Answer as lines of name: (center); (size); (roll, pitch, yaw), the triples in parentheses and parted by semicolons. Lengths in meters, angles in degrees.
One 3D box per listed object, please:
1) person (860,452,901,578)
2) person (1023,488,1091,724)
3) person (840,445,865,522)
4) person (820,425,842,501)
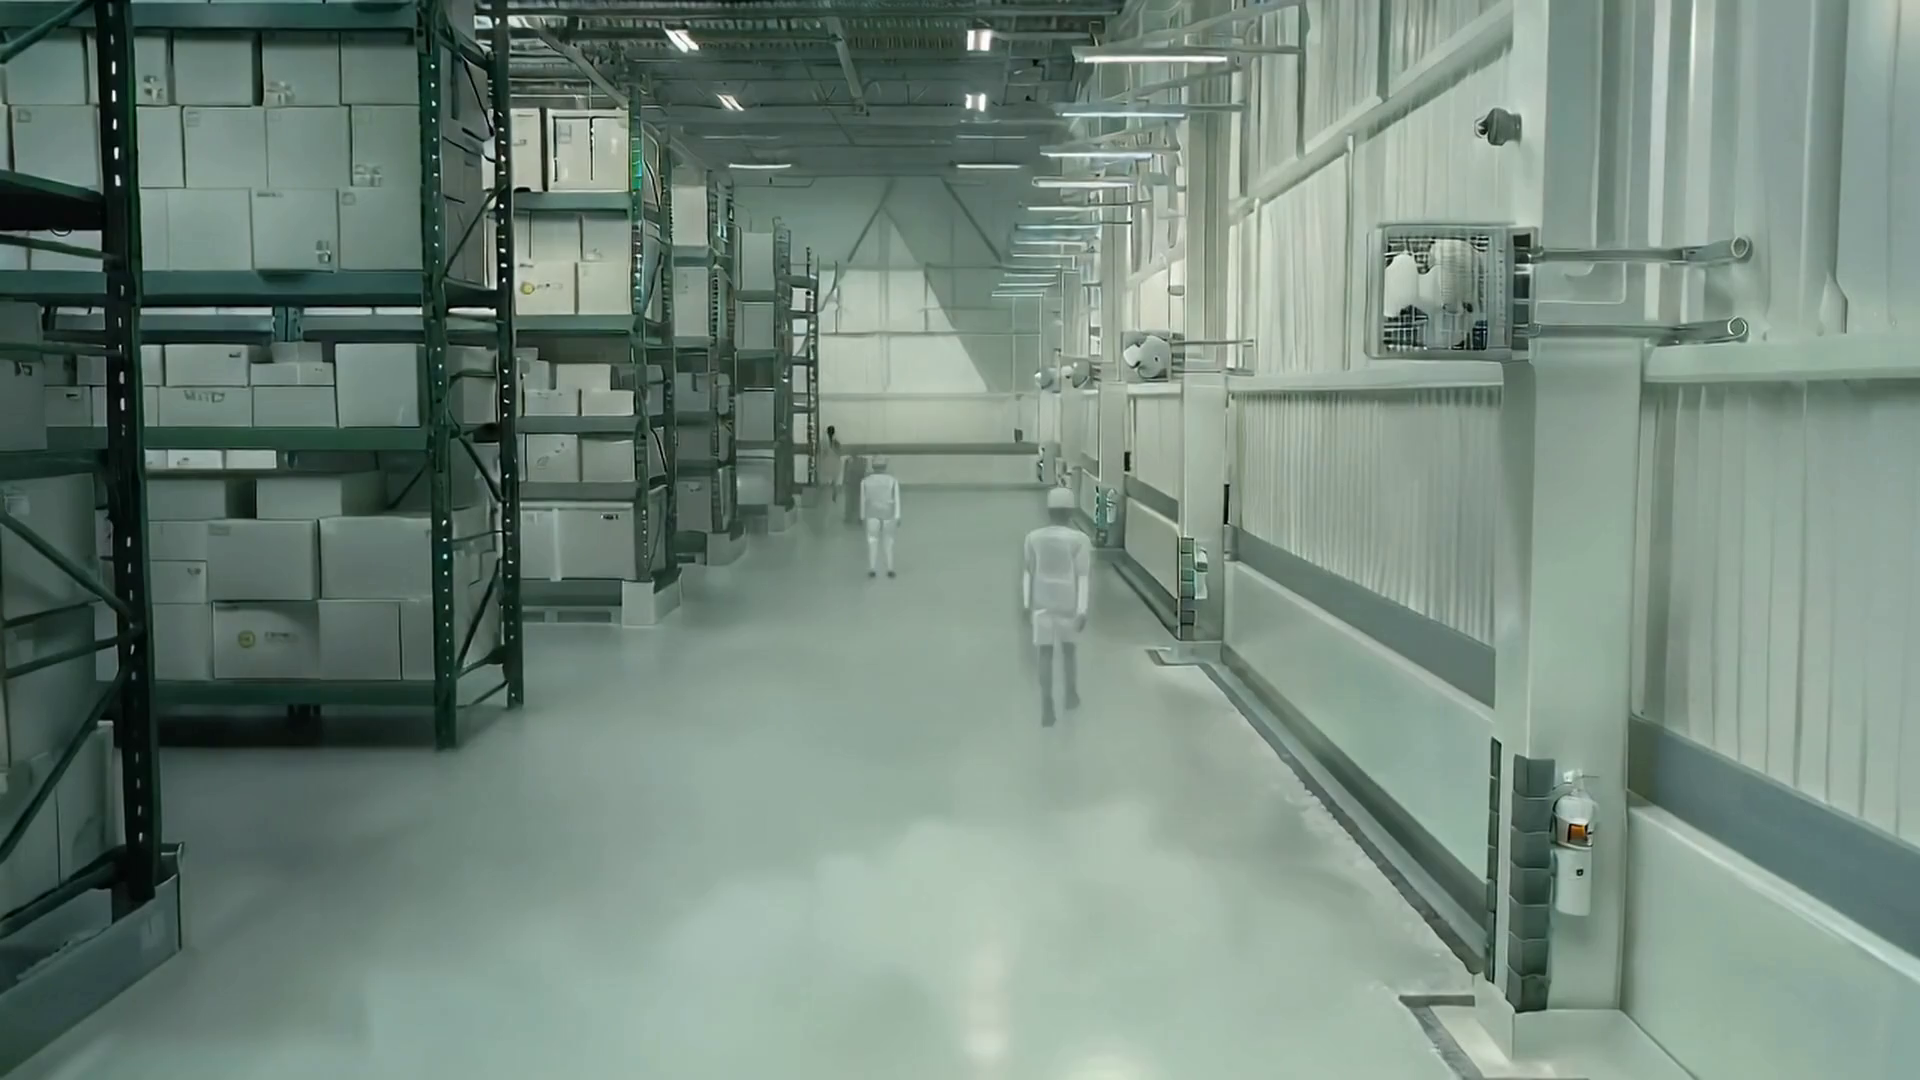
person: (-1.150, -0.352, 24.051); (0.591, 1.833, 0.403); (-1, 5, -8)
person: (0.788, 0.521, 13.575); (0.569, 1.884, 0.989); (1, 5, 8)
person: (-2.248, -1.164, 34.780); (0.530, 1.609, 0.760); (1, 5, 13)
person: (-3.251, -1.923, 41.855); (0.544, 1.925, 0.448); (-2, 5, -23)
